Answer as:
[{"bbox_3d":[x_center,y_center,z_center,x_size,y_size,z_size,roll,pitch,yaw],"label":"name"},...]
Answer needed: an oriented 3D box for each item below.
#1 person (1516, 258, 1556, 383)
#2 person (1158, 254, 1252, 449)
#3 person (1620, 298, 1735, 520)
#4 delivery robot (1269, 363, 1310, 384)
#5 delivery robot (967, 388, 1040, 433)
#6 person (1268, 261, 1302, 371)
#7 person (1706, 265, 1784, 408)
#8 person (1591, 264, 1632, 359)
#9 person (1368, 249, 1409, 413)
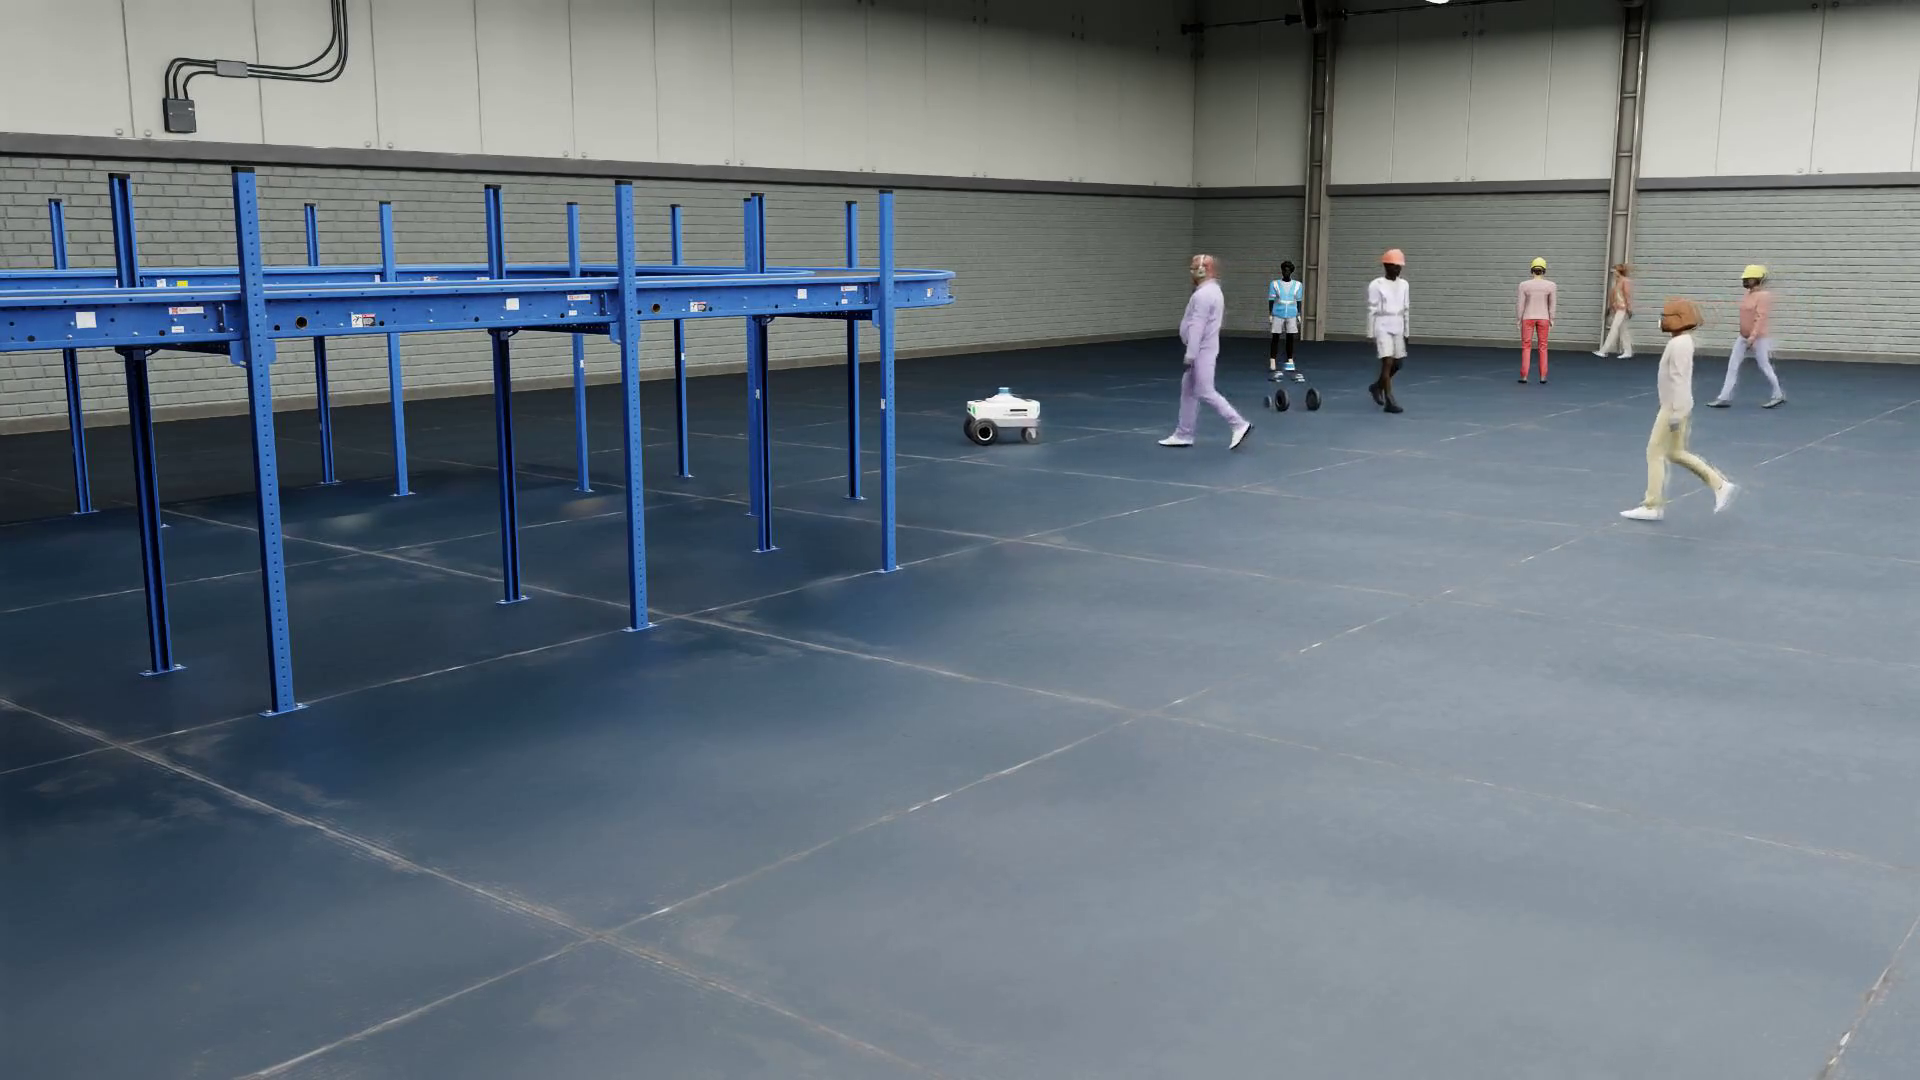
[{"bbox_3d":[8.171,-3.116,23.627,0.533,1.767,0.324,2,10,10],"label":"person"},{"bbox_3d":[2.394,-1.820,16.121,0.860,1.881,0.640,2,10,13],"label":"person"},{"bbox_3d":[5.231,-0.939,12.008,0.680,1.613,0.508,5,11,26],"label":"person"},{"bbox_3d":[3.971,-2.017,20.028,0.335,0.223,0.699,-3,11,-17],"label":"delivery robot"},{"bbox_3d":[0.439,-1.287,16.708,0.707,0.478,0.477,-2,10,-9],"label":"delivery robot"},{"bbox_3d":[5.028,-3.465,25.758,0.529,1.694,0.321,0,10,0],"label":"person"},{"bbox_3d":[9.561,-2.451,20.055,0.898,1.726,0.523,-2,10,-11],"label":"person"},{"bbox_3d":[11.123,-3.882,28.282,0.822,1.598,0.547,0,10,-2],"label":"person"},{"bbox_3d":[5.098,-2.504,19.811,0.560,1.918,0.760,-4,11,-21],"label":"person"}]
